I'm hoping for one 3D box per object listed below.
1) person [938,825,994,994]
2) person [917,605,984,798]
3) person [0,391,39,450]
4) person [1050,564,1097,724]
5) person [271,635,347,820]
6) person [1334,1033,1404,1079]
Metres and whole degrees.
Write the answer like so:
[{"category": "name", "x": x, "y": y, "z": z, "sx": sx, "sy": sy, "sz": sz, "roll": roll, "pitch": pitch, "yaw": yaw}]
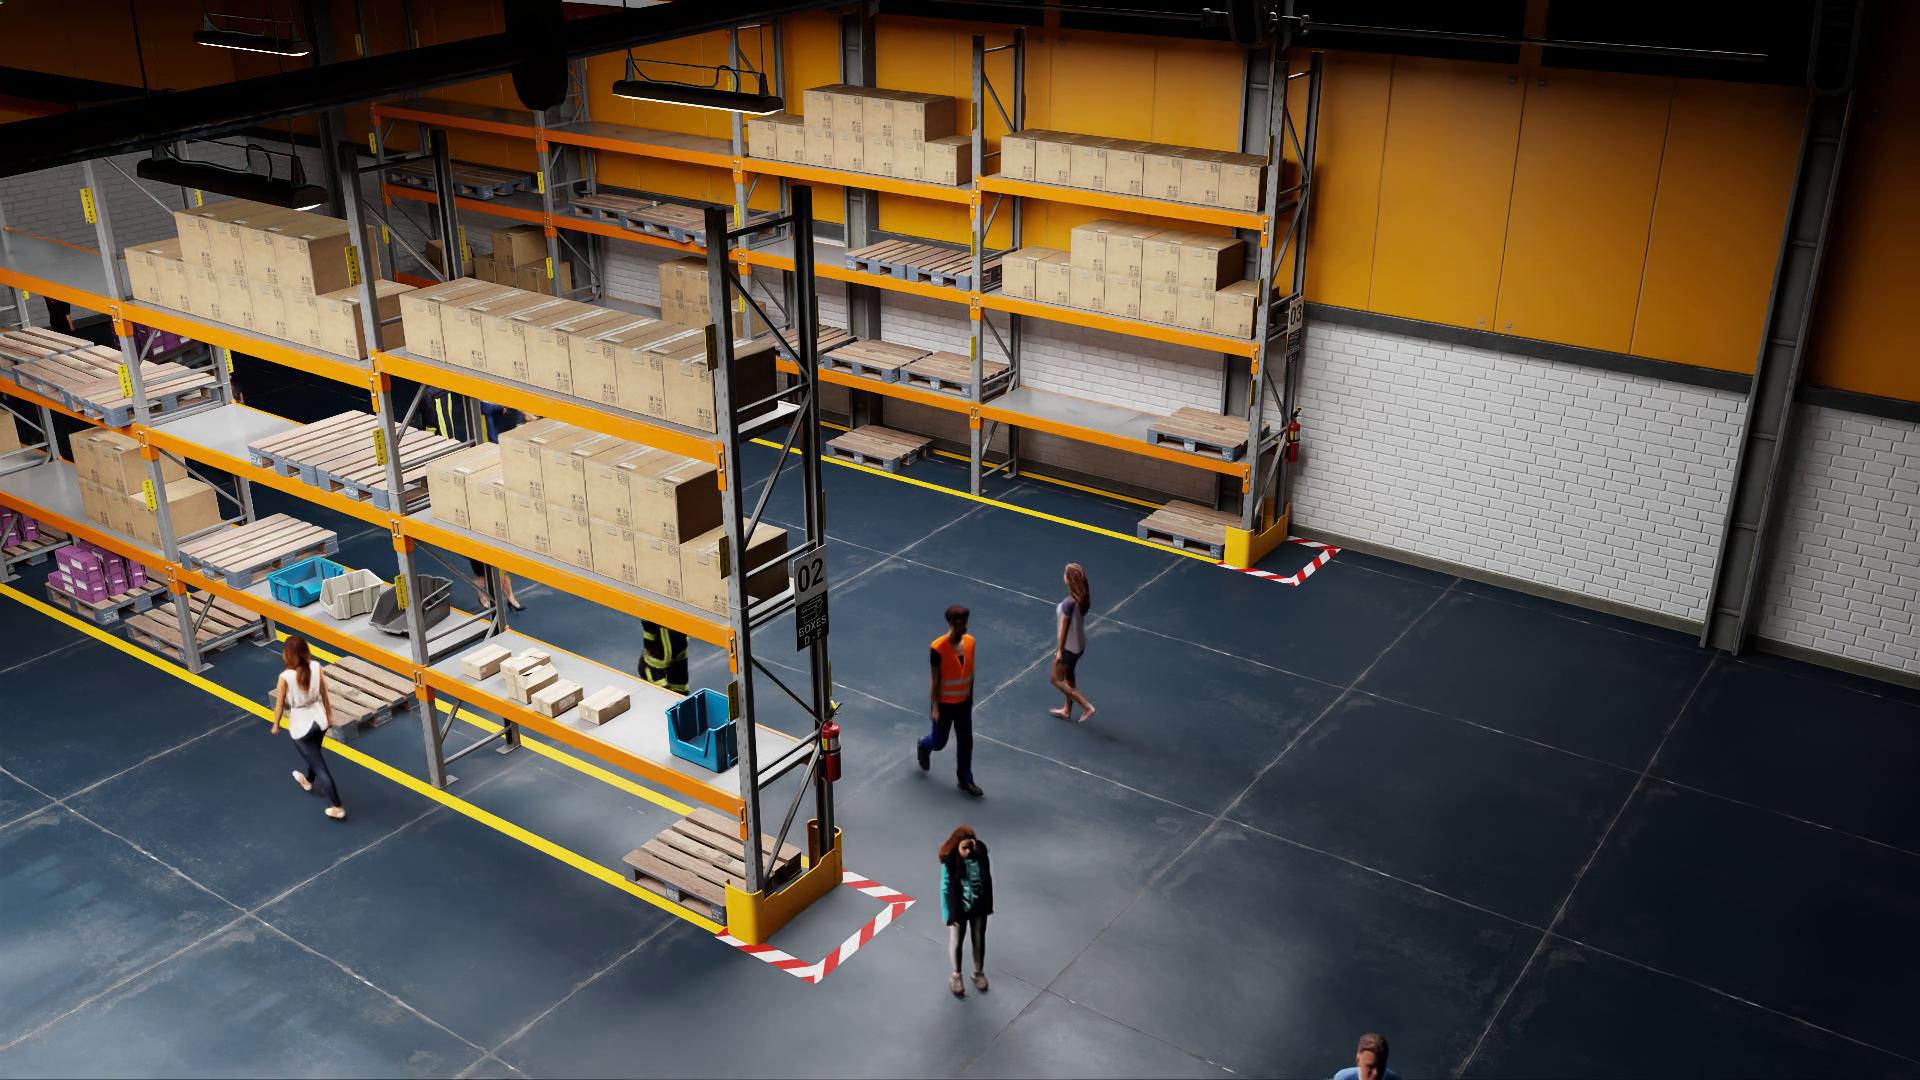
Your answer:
[{"category": "person", "x": 0.052, "y": 2.802, "z": 12.821, "sx": 0.698, "sy": 1.498, "sz": 0.743, "roll": -7, "pitch": 25, "yaw": -16}, {"category": "person", "x": -0.126, "y": 1.458, "z": 15.436, "sx": 0.925, "sy": 1.867, "sz": 1.149, "roll": -16, "pitch": 28, "yaw": -33}, {"category": "person", "x": -13.431, "y": -2.107, "z": 23.733, "sx": 0.696, "sy": 1.754, "sz": 0.628, "roll": 14, "pitch": 27, "yaw": 28}, {"category": "person", "x": 1.165, "y": 1.066, "z": 16.523, "sx": 0.785, "sy": 1.715, "sz": 0.650, "roll": 13, "pitch": 27, "yaw": 27}, {"category": "person", "x": -5.805, "y": 1.729, "z": 14.973, "sx": 1.091, "sy": 1.741, "sz": 0.617, "roll": 15, "pitch": 28, "yaw": 30}, {"category": "person", "x": 2.478, "y": 3.746, "z": 10.327, "sx": 1.153, "sy": 1.767, "sz": 1.186, "roll": -3, "pitch": 24, "yaw": -7}]
